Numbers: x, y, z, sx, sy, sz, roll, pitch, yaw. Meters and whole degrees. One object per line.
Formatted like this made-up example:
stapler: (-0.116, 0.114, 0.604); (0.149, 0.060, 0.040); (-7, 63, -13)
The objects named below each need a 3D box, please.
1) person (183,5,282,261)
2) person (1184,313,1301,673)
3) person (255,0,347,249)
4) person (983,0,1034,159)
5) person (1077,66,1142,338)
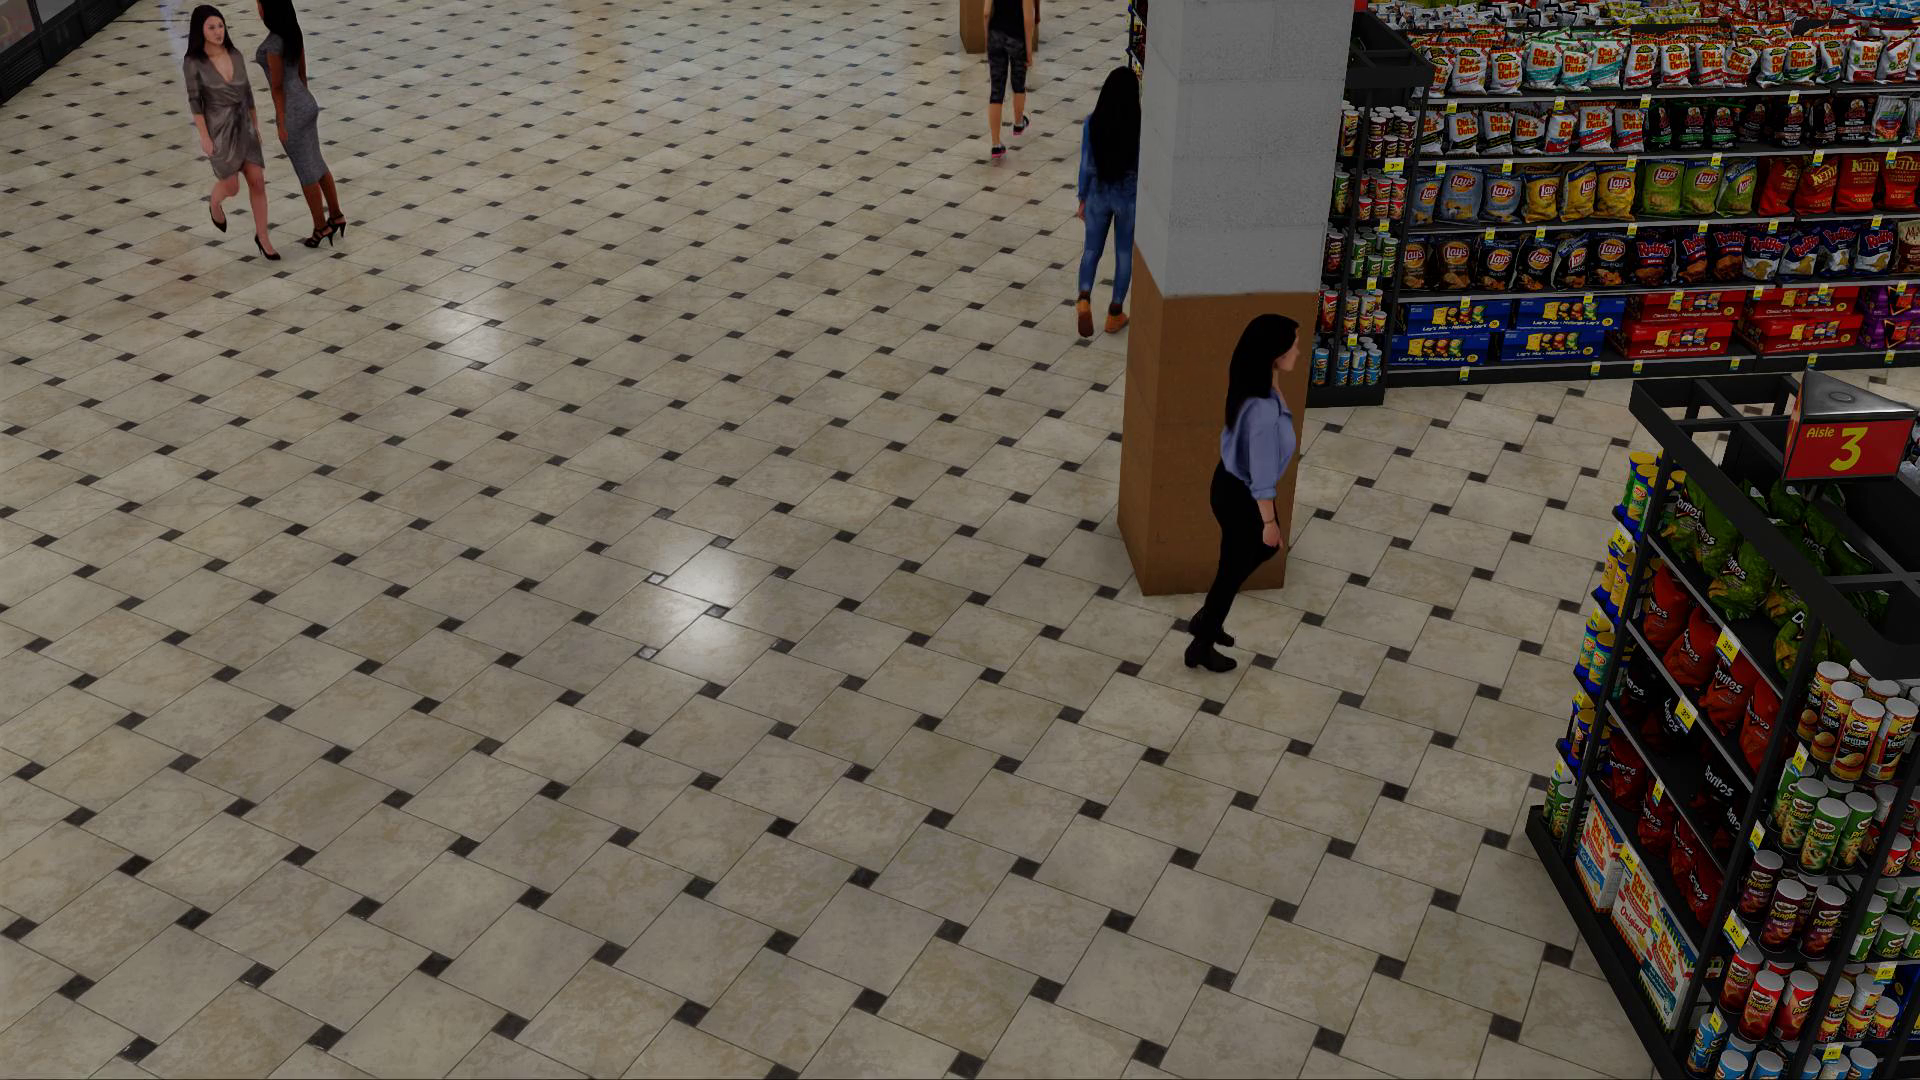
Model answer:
person: (-4.964, -2.741, 11.242); (0.955, 1.732, 0.890); (24, 39, 33)
person: (1.116, -0.166, 7.108); (0.652, 1.727, 0.711); (2, 32, 3)
person: (-4.546, -2.898, 11.450); (0.574, 1.779, 0.602); (2, 32, 4)
person: (0.341, -3.838, 13.054); (1.138, 1.680, 0.931); (9, 33, 14)
person: (0.909, -1.977, 10.050); (0.972, 1.694, 0.908); (11, 33, 17)
